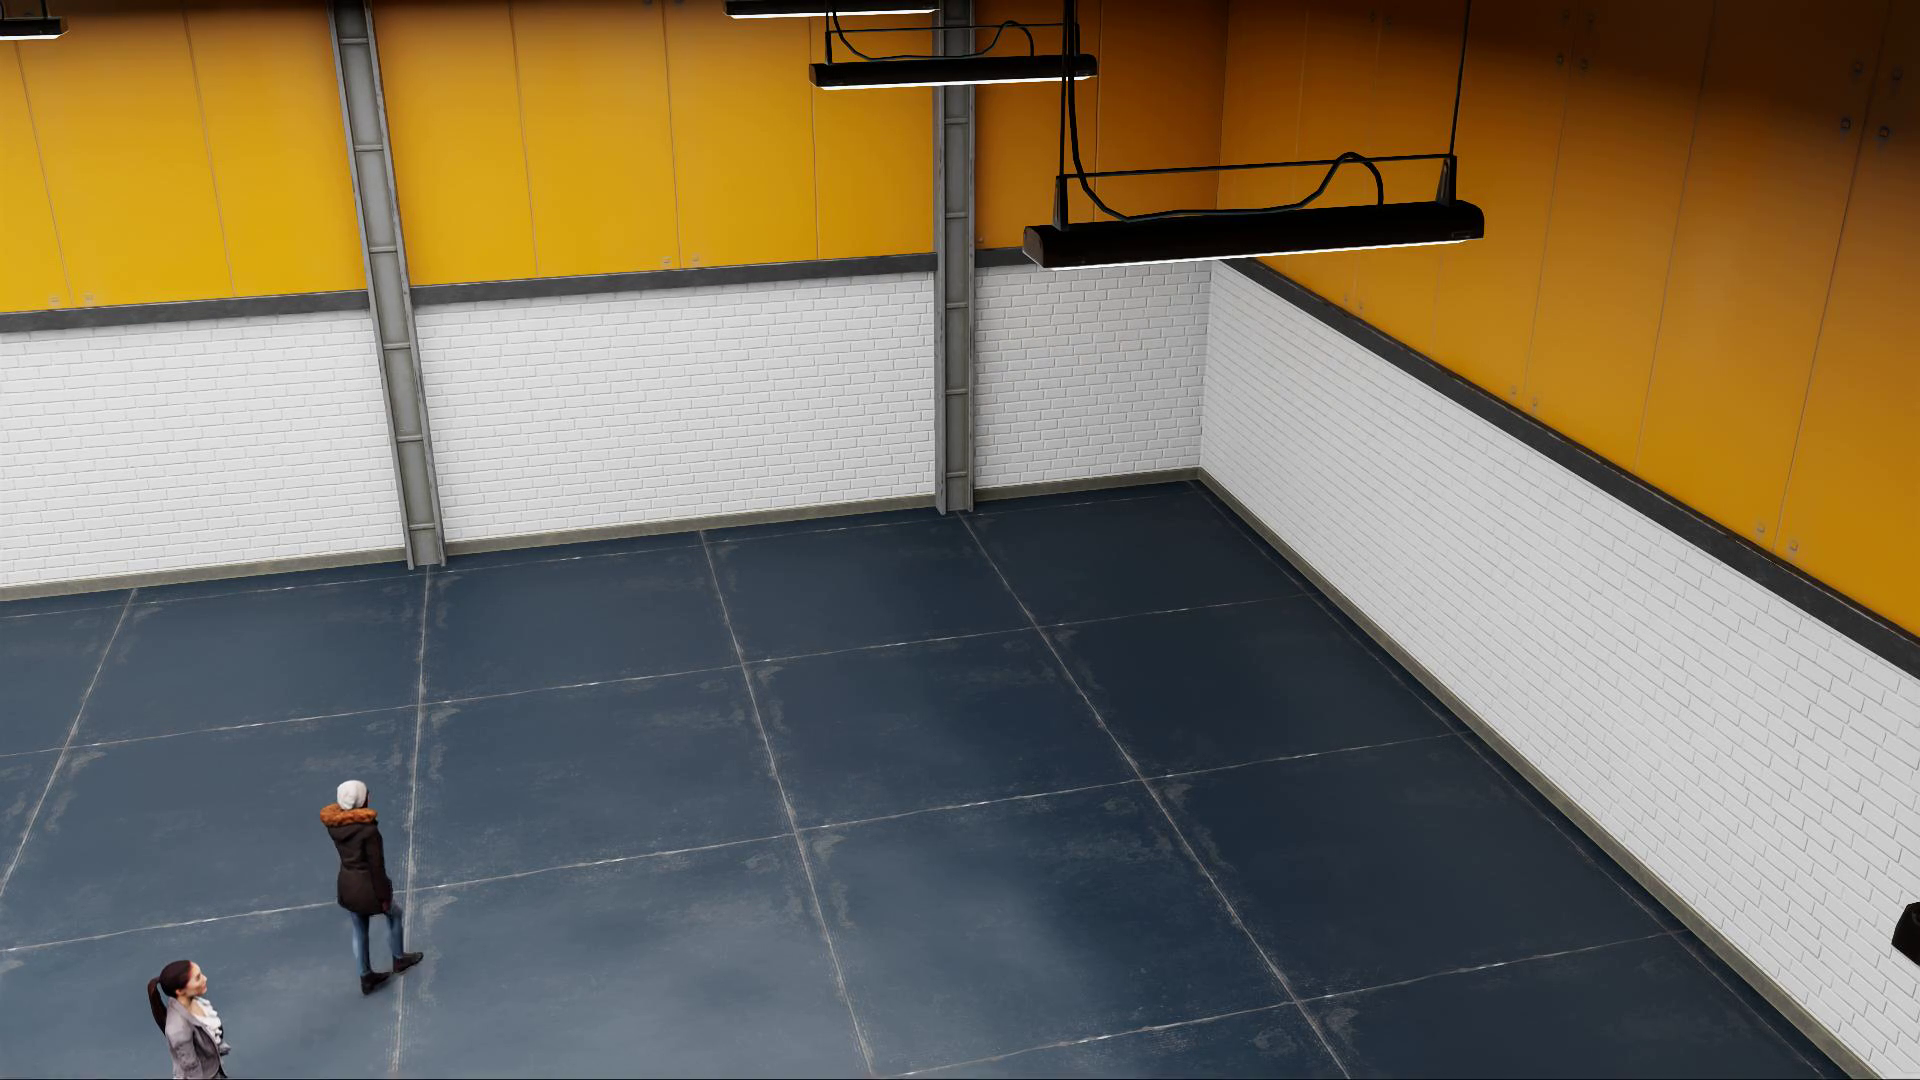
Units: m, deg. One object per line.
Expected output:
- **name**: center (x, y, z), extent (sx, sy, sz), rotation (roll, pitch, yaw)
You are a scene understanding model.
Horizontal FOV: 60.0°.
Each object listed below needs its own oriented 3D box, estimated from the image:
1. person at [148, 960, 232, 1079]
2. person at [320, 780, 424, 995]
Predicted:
- **person**: center (-4.400, 3.130, 9.616), extent (0.579, 1.672, 0.614), rotation (-8, 25, -17)
- **person**: center (-4.114, 2.398, 11.354), extent (0.835, 1.622, 0.893), rotation (11, 26, 24)
